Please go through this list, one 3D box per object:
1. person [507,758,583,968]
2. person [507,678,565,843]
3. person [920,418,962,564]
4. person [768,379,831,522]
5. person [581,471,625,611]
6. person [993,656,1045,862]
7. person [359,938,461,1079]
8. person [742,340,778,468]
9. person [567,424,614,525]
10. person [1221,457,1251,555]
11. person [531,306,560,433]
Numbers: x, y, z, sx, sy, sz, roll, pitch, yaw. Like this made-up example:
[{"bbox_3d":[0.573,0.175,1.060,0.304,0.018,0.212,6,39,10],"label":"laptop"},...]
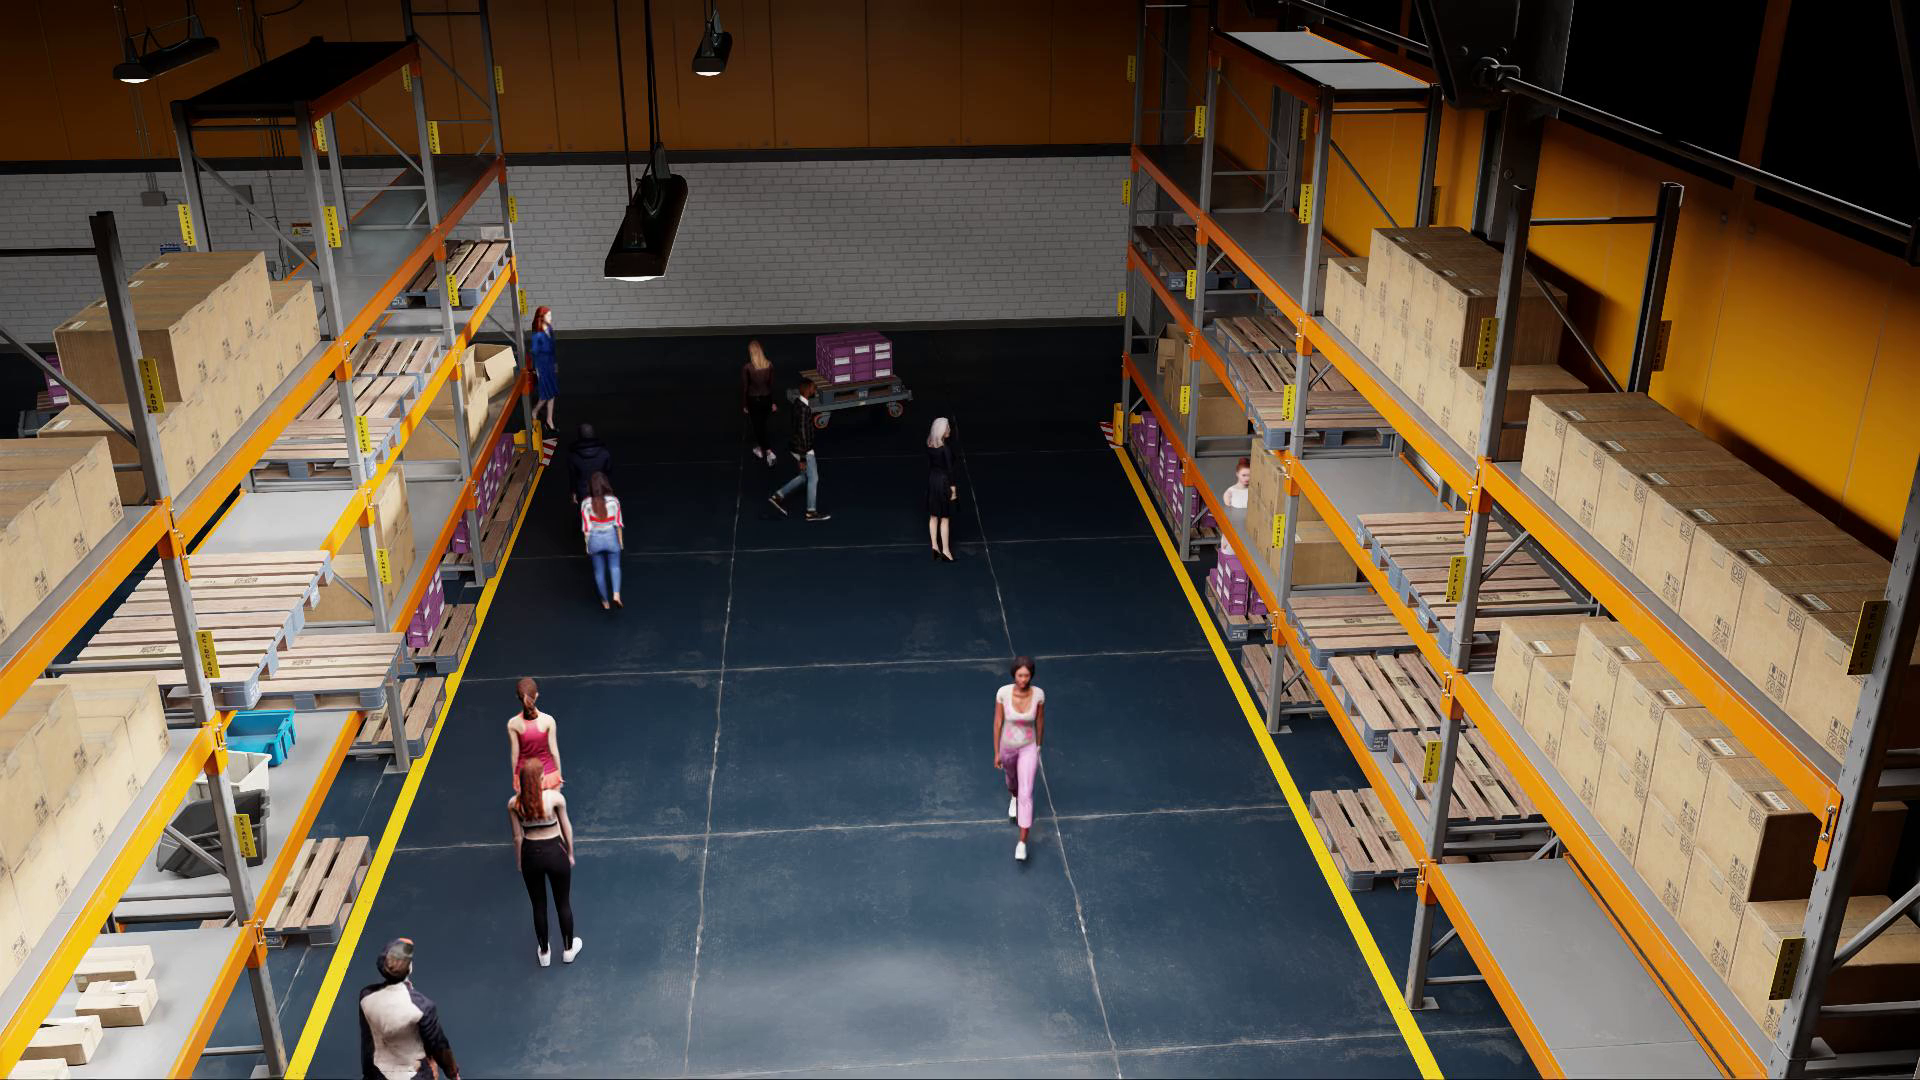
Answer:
[{"bbox_3d":[-3.092,2.390,12.370,0.578,1.740,0.508,-2,24,-5],"label":"person"},{"bbox_3d":[-3.432,1.914,13.447,0.591,1.749,0.583,-6,24,-14],"label":"person"},{"bbox_3d":[-0.215,-0.578,19.150,0.760,1.747,0.680,-19,30,-37],"label":"person"},{"bbox_3d":[-1.999,-1.084,20.248,0.814,1.796,0.938,-3,24,-6],"label":"person"},{"bbox_3d":[-3.832,0.056,17.883,0.690,1.601,0.860,-7,24,-15],"label":"person"},{"bbox_3d":[0.479,1.729,13.955,0.714,1.683,1.250,2,24,4],"label":"person"},{"bbox_3d":[-3.407,3.323,10.101,1.037,1.848,1.273,8,25,18],"label":"person"},{"bbox_3d":[-2.619,-1.774,21.981,0.930,1.672,1.173,-14,27,-29],"label":"person"},{"bbox_3d":[-4.228,-0.536,19.158,0.742,1.665,0.868,-6,24,-14],"label":"person"},{"bbox_3d":[2.986,-0.042,17.870,0.583,1.791,0.540,-5,24,-12],"label":"person"},{"bbox_3d":[-5.848,-2.365,23.152,0.895,1.817,0.860,9,25,19],"label":"person"}]
